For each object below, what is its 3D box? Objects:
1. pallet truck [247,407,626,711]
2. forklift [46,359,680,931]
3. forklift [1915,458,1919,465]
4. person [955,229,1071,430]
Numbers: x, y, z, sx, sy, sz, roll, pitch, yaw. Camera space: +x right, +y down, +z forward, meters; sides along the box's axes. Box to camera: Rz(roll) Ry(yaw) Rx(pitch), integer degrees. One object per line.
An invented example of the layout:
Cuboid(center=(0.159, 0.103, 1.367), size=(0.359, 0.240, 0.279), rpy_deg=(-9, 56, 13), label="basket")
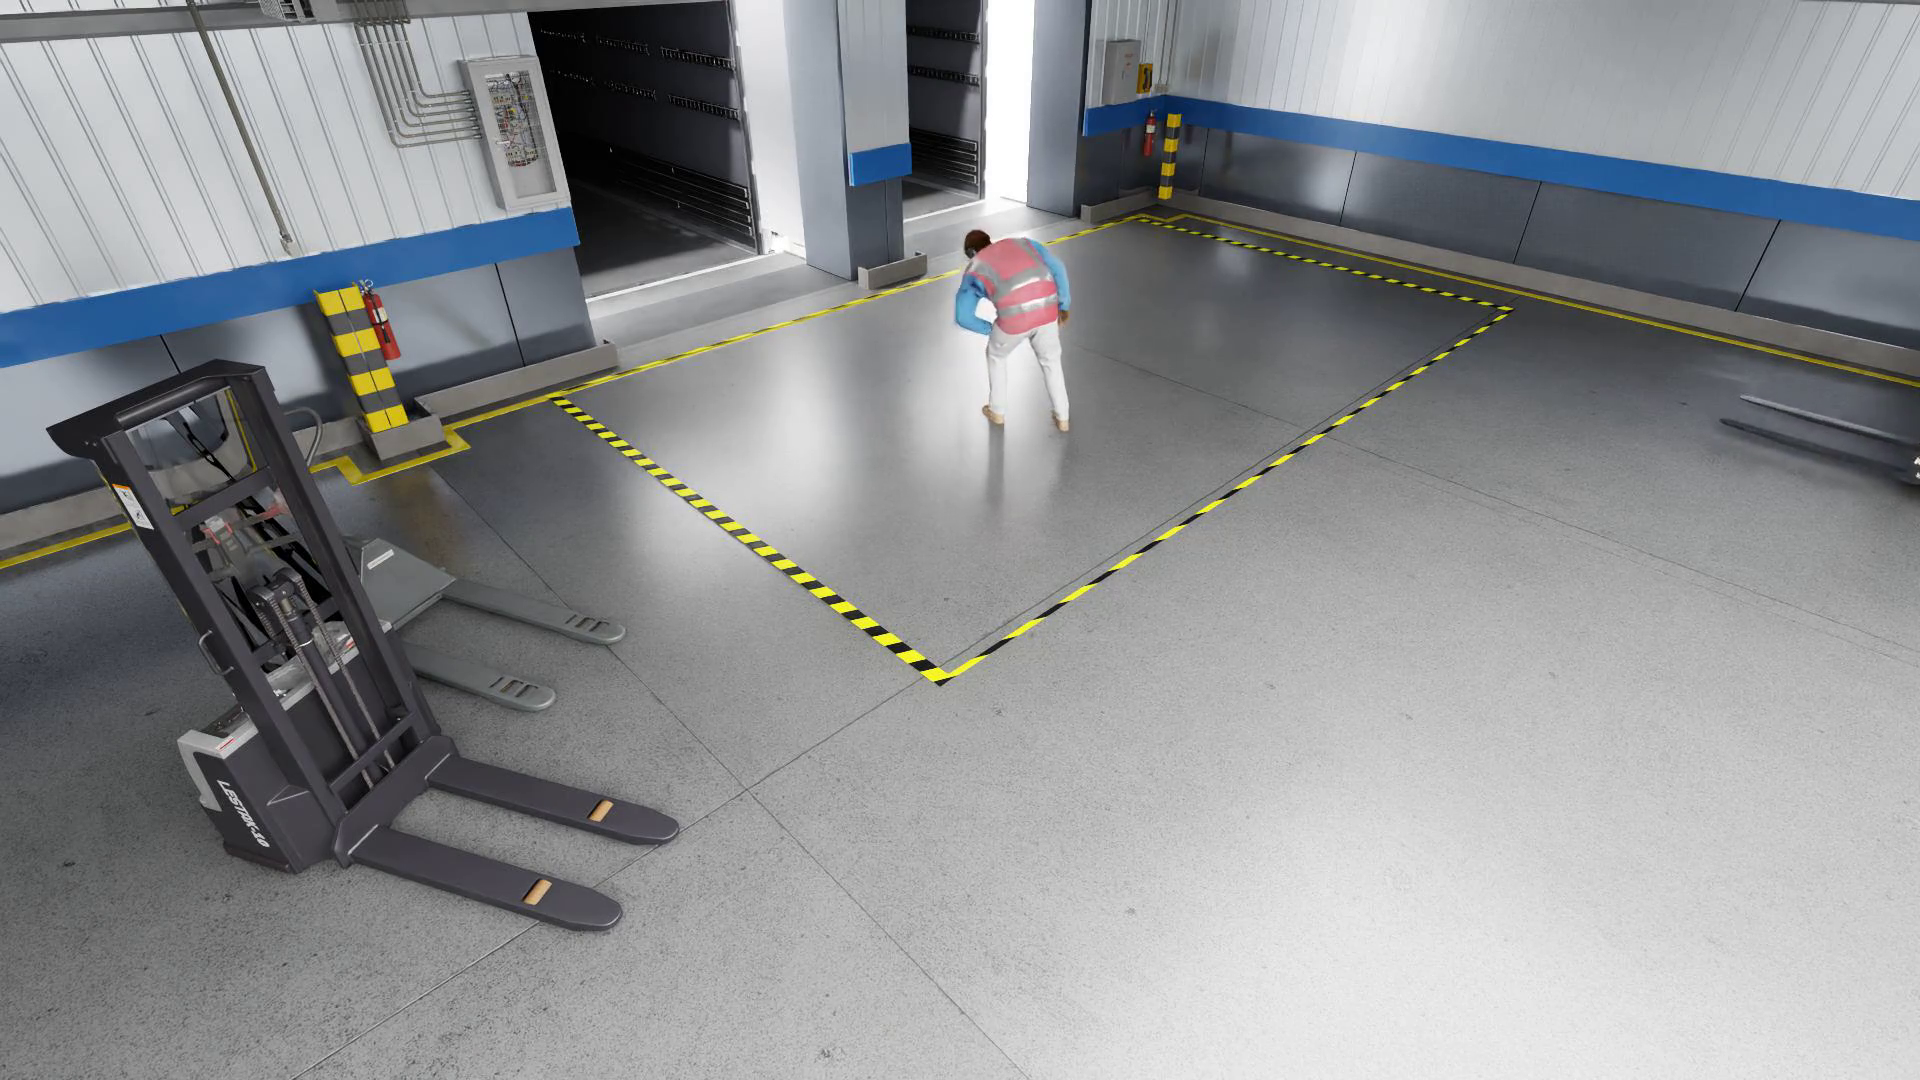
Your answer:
Cuboid(center=(-2.628, 0.038, 4.590), size=(1.601, 1.201, 0.680), rpy_deg=(12, 36, 18), label="pallet truck")
Cuboid(center=(-2.135, 0.422, 3.354), size=(1.885, 1.965, 0.823), rpy_deg=(10, 35, 14), label="forklift")
Cuboid(center=(7.458, -0.856, 4.917), size=(1.157, 2.036, 2.680), rpy_deg=(-27, 43, -34), label="forklift")
Cuboid(center=(0.363, -1.556, 6.850), size=(0.897, 1.366, 0.876), rpy_deg=(-8, 35, -12), label="person")
